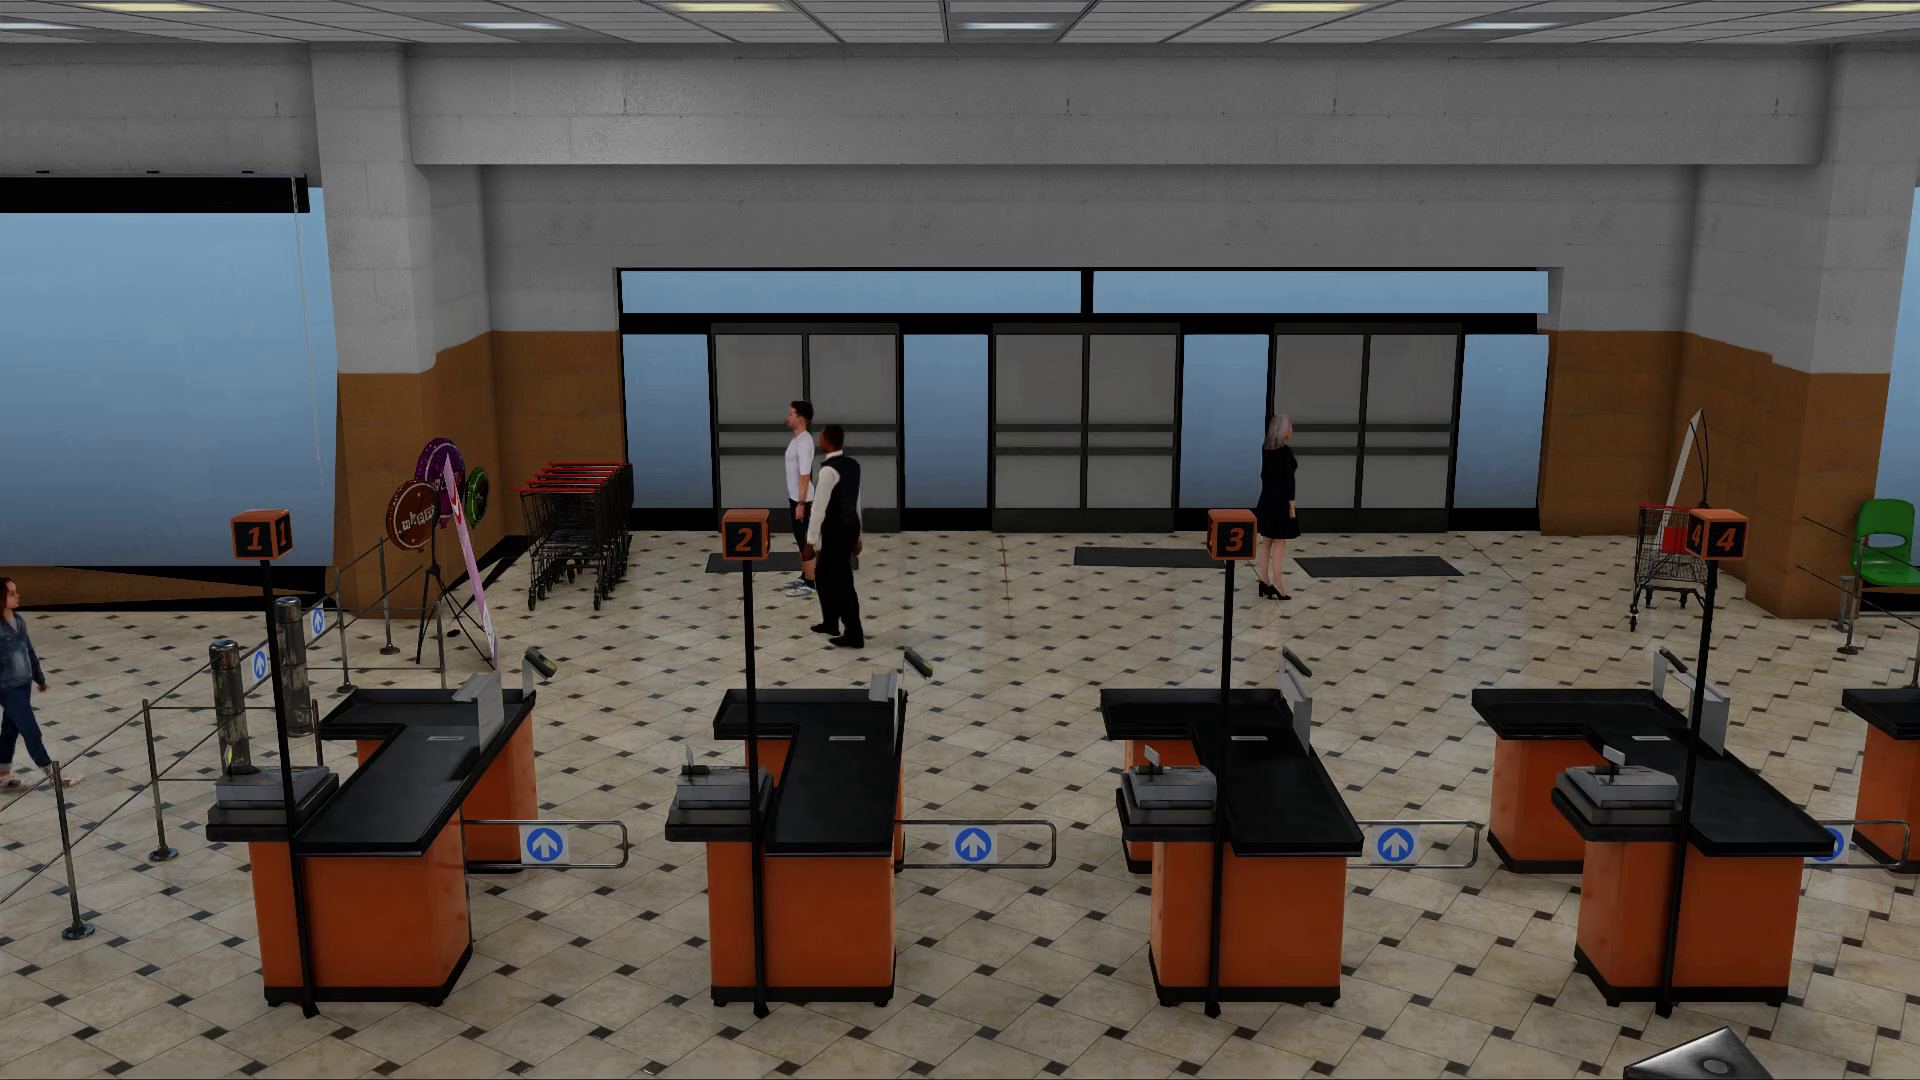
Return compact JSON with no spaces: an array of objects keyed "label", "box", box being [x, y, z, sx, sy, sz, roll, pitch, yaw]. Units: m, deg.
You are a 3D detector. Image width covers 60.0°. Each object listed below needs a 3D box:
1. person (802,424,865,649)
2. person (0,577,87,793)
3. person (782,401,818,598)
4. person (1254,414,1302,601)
[{"label":"person","box":[-0.941,-0.009,13.951,0.929,1.899,0.909,5,15,22]},{"label":"person","box":[-6.257,0.966,10.864,0.685,1.458,0.795,-1,14,-4]},{"label":"person","box":[-1.484,-0.403,15.672,0.752,1.852,0.549,-2,14,-8]},{"label":"person","box":[2.971,-0.317,15.544,0.752,1.746,0.644,-7,15,-25]}]
